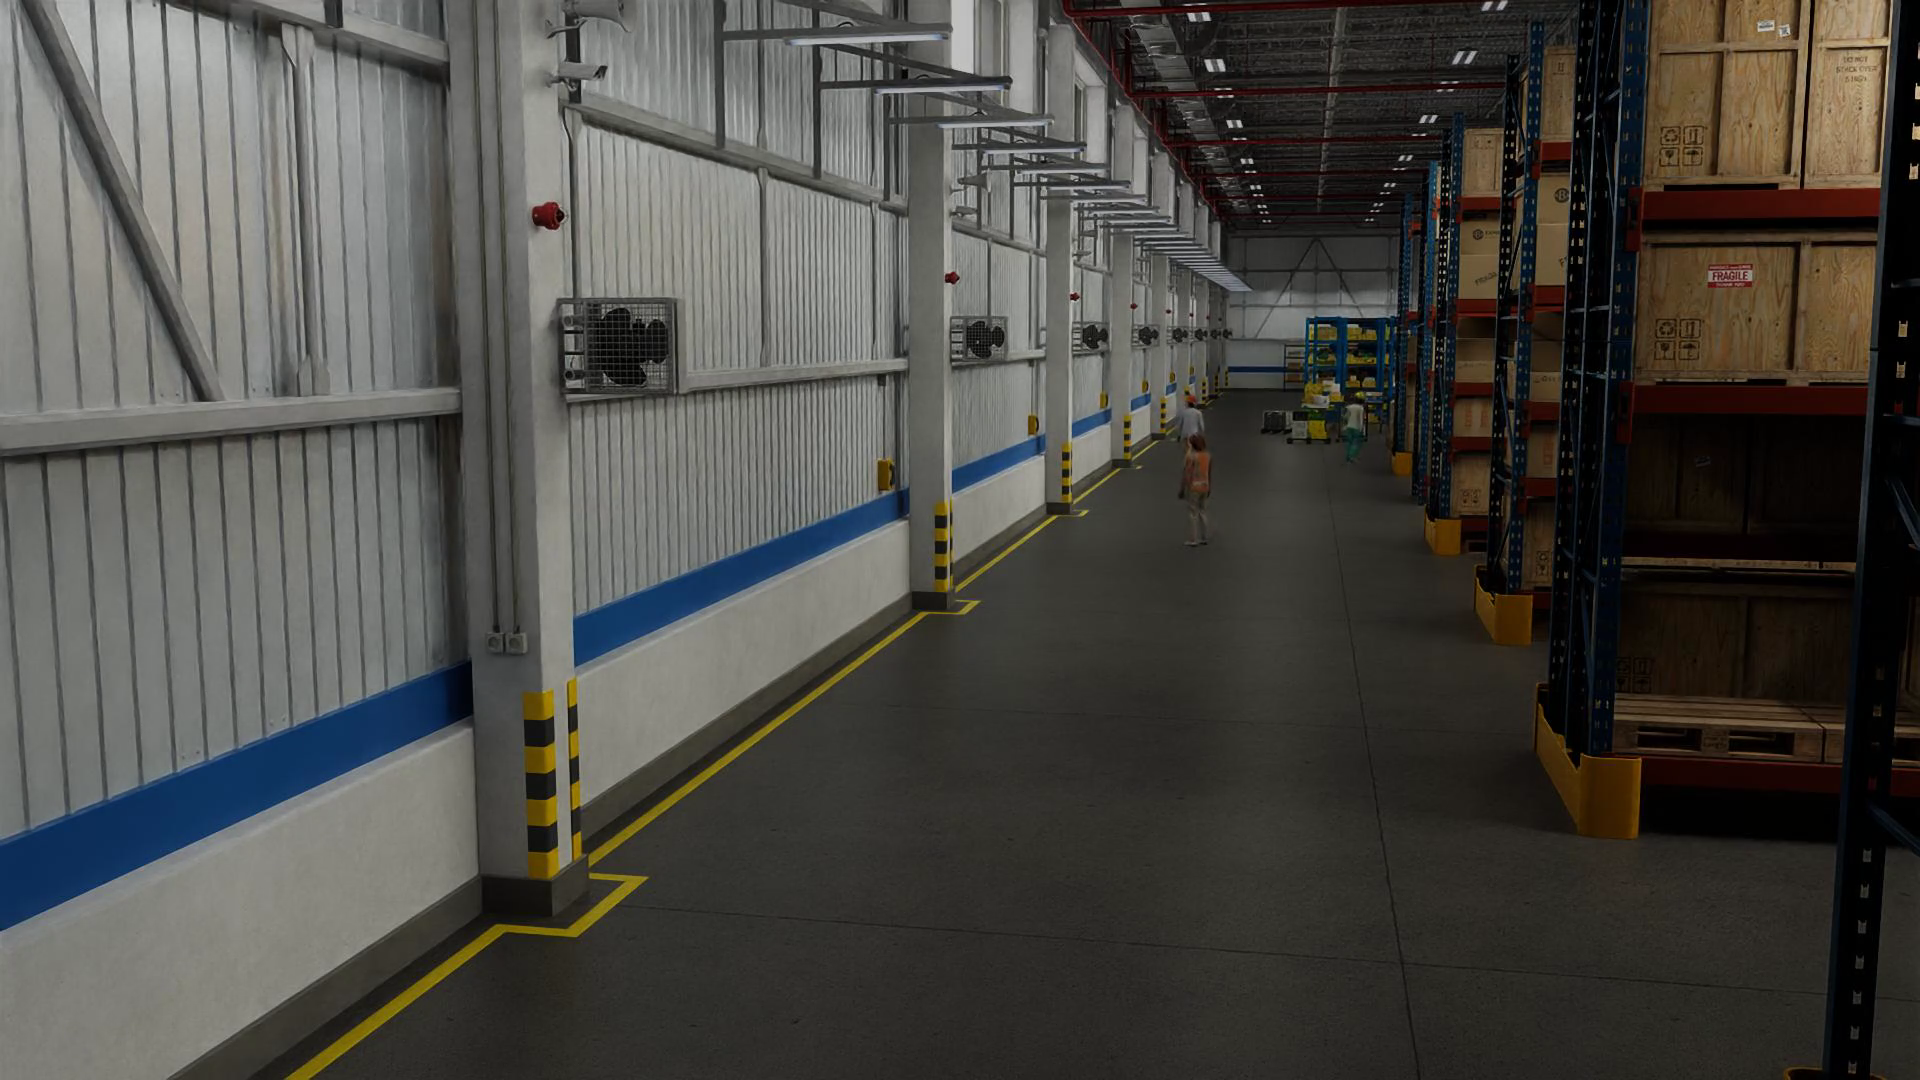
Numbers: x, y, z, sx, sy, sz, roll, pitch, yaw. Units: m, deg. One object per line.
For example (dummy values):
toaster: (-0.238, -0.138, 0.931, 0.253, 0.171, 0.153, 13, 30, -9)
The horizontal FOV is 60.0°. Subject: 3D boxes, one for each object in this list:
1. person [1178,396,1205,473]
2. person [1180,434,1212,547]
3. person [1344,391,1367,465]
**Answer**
person: (5.108, -2.340, 36.802, 0.585, 1.707, 0.910, 5, 9, 36)
person: (3.431, -0.715, 24.059, 0.515, 1.639, 0.326, -7, 10, -43)
person: (9.187, -2.585, 38.664, 0.493, 1.731, 0.639, -4, 8, -28)
